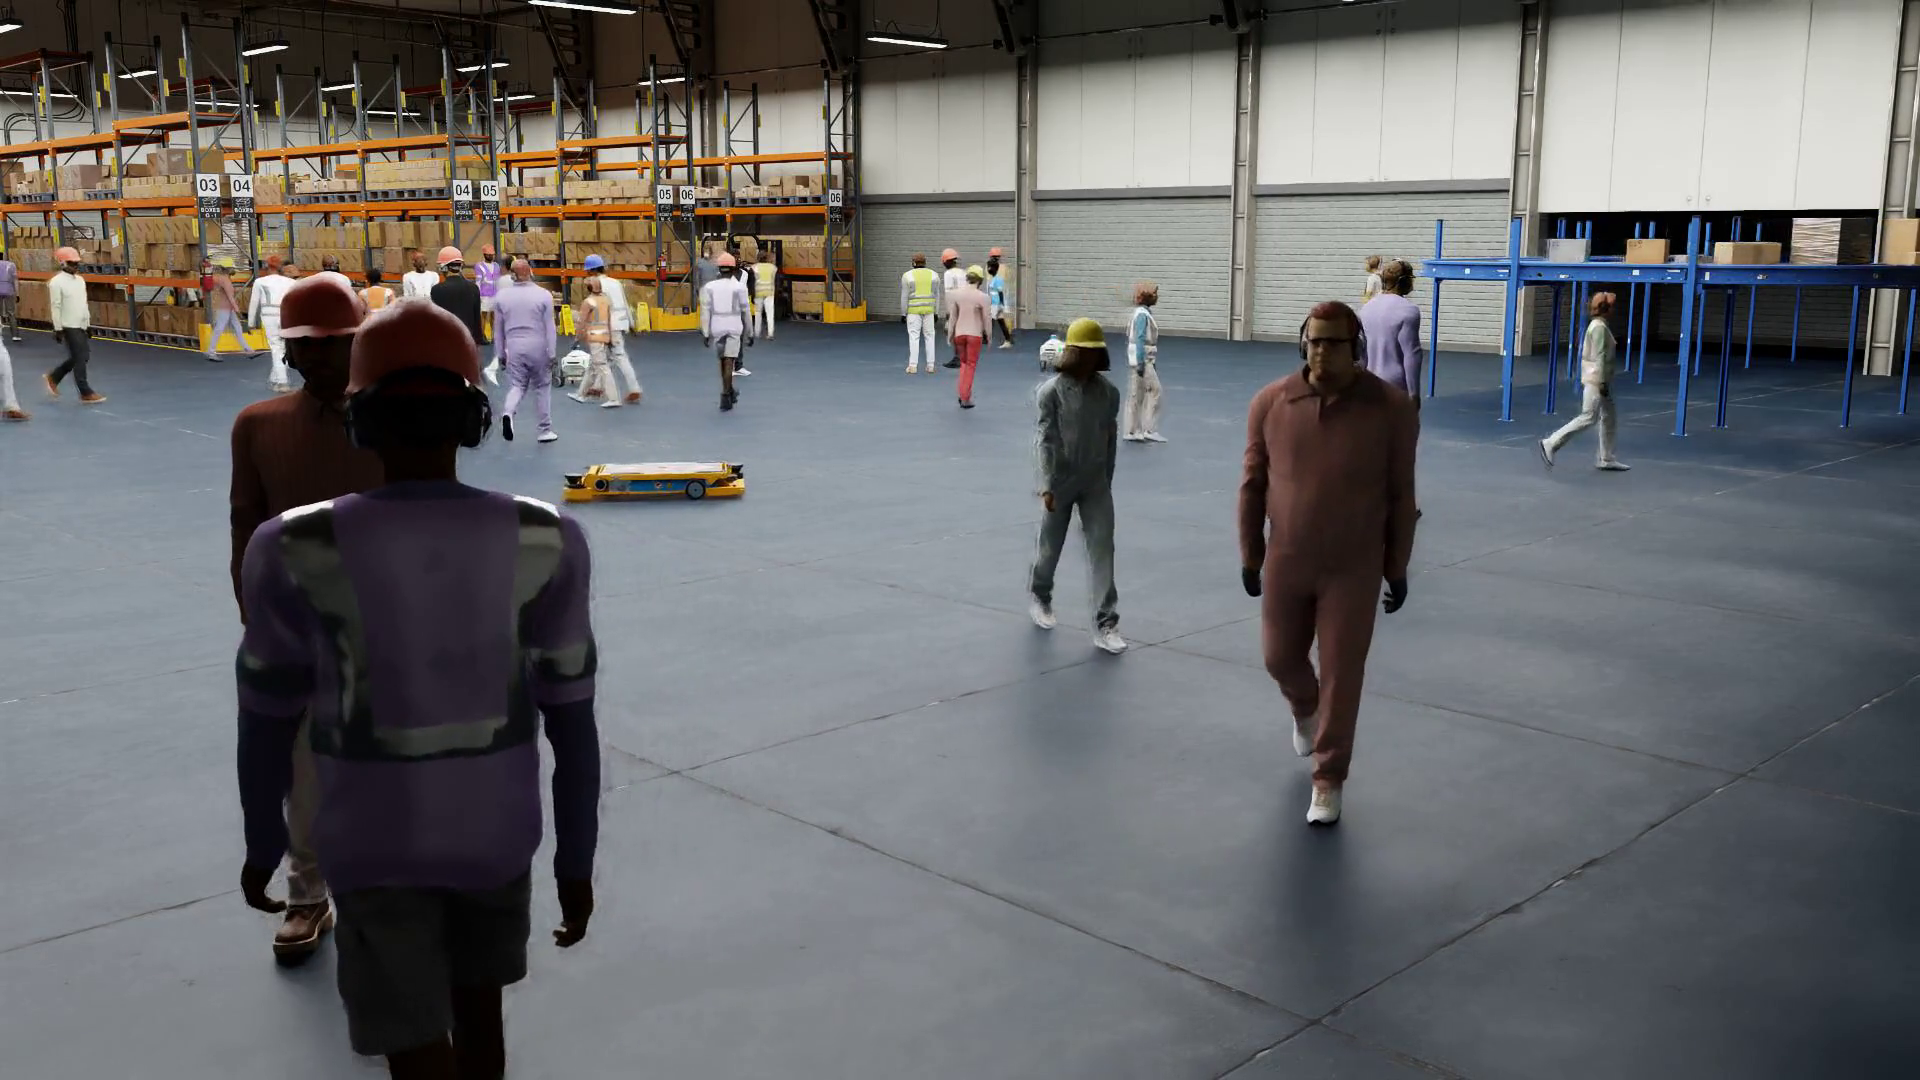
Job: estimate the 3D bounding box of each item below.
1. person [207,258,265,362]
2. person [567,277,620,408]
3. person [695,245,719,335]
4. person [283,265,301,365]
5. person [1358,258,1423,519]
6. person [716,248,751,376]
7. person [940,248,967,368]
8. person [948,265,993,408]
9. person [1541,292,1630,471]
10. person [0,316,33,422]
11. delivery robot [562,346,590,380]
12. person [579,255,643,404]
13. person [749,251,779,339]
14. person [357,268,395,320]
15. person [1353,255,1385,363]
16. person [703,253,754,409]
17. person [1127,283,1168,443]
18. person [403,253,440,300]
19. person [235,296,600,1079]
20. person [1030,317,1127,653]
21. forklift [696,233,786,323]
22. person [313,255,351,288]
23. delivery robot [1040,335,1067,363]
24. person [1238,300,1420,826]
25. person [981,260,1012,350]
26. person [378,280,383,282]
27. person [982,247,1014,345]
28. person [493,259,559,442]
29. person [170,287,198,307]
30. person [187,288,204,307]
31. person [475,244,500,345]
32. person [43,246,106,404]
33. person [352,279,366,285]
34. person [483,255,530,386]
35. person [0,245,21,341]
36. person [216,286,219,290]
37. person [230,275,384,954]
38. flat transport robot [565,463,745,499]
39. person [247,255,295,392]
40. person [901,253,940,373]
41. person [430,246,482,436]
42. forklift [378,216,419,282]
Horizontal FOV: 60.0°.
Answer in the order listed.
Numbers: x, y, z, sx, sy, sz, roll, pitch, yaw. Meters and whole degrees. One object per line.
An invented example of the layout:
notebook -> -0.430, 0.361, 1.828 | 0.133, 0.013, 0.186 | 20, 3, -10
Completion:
person -> -12.319, -3.879, 28.073 | 0.922, 1.718, 0.541 | -4, 11, -21
person -> -4.559, -2.430, 20.478 | 0.861, 1.593, 0.511 | 3, 11, 18
person -> -5.349, -5.321, 35.424 | 0.651, 1.892, 0.969 | 1, 10, 3
person -> -10.974, -3.707, 27.372 | 0.326, 1.633, 0.512 | 1, 10, 6
person -> 3.231, -1.132, 12.479 | 0.370, 1.940, 0.627 | -5, 12, -25
person -> -3.441, -3.445, 25.177 | 0.377, 1.914, 0.589 | 8, 13, 38
person -> -0.032, -3.692, 26.536 | 0.650, 1.910, 0.581 | 6, 12, 29
person -> 0.145, -2.501, 20.447 | 0.564, 1.740, 0.495 | 6, 12, 29
person -> 5.692, -1.434, 15.014 | 0.706, 1.611, 0.517 | 5, 12, 25
person -> -11.147, -2.291, 18.875 | 0.917, 1.916, 0.624 | 0, 10, -1
delivery robot -> -5.442, -2.520, 23.685 | 0.477, 0.478, 0.707 | 0, 10, -2
person -> -4.436, -2.672, 21.084 | 1.019, 1.865, 0.638 | 4, 11, 19
person -> -4.015, -5.028, 34.135 | 0.644, 1.798, 0.973 | -4, 11, -21
person -> -8.271, -3.035, 23.649 | 0.546, 1.659, 0.778 | -3, 11, -15
person -> 6.392, -3.558, 26.078 | 0.953, 1.793, 0.535 | 4, 11, 22
person -> -2.835, -2.581, 20.519 | 0.575, 1.879, 0.996 | 2, 11, 8
person -> 1.960, -1.796, 16.933 | 0.560, 1.619, 0.539 | 1, 10, 8
person -> -8.682, -3.719, 26.877 | 0.590, 1.845, 0.969 | -6, 12, -31
person -> -1.034, 0.543, 3.186 | 0.631, 1.985, 1.034 | -6, 12, -28
person -> 0.603, -0.319, 8.712 | 0.490, 1.697, 0.911 | -3, 11, -18
forklift -> -5.496, -6.489, 41.108 | 2.313, 2.155, 1.214 | -10, 14, -44
person -> -8.755, -3.057, 23.250 | 0.624, 1.841, 0.430 | 1, 10, 6
delivery robot -> 1.482, -2.996, 26.279 | 0.477, 0.478, 0.707 | 2, 11, 12
person -> 1.364, 0.049, 6.202 | 0.650, 1.887, 0.736 | 4, 11, 22
person -> 0.580, -4.343, 30.774 | 0.872, 1.640, 0.544 | -2, 11, -11
person -> -15.469, -6.878, 43.972 | 0.711, 1.884, 0.651 | 5, 12, 26
person -> 0.734, -4.728, 32.248 | 0.569, 1.887, 1.016 | -7, 13, -34
person -> -4.428, -1.912, 16.924 | 0.635, 1.878, 0.698 | 1, 10, 7
person -> -17.004, -5.540, 36.345 | 0.890, 2.019, 0.615 | 10, 14, 43
person -> -17.654, -5.878, 38.403 | 0.560, 1.922, 0.717 | -7, 13, -35
person -> -9.127, -4.767, 32.304 | 0.374, 1.935, 0.552 | 9, 14, 40
person -> -11.297, -2.724, 21.062 | 0.766, 1.977, 0.624 | 1, 10, 3
person -> -15.261, -6.637, 42.528 | 0.585, 1.928, 0.369 | -6, 12, -32
person -> -6.434, -3.112, 23.547 | 0.557, 1.835, 0.775 | 9, 14, 40
person -> -19.146, -4.938, 33.266 | 0.587, 1.927, 0.367 | -5, 11, -24
person -> -21.054, -7.404, 47.594 | 0.502, 1.604, 0.700 | 4, 11, 21
person -> -1.823, 0.226, 4.917 | 0.609, 1.995, 0.378 | -2, 11, -11
flat transport robot -> -2.498, -0.499, 13.693 | 1.431, 0.197, 0.652 | -1, 11, -8
person -> -9.387, -2.961, 22.749 | 0.644, 1.841, 0.961 | -10, 14, -43
person -> -0.622, -3.514, 25.738 | 0.623, 1.844, 0.429 | -4, 11, -19
person -> -5.190, -2.012, 17.122 | 0.393, 1.992, 0.622 | 7, 12, 32
forklift -> -17.868, -9.201, 54.028 | 1.873, 2.768, 1.129 | -10, 14, -44
